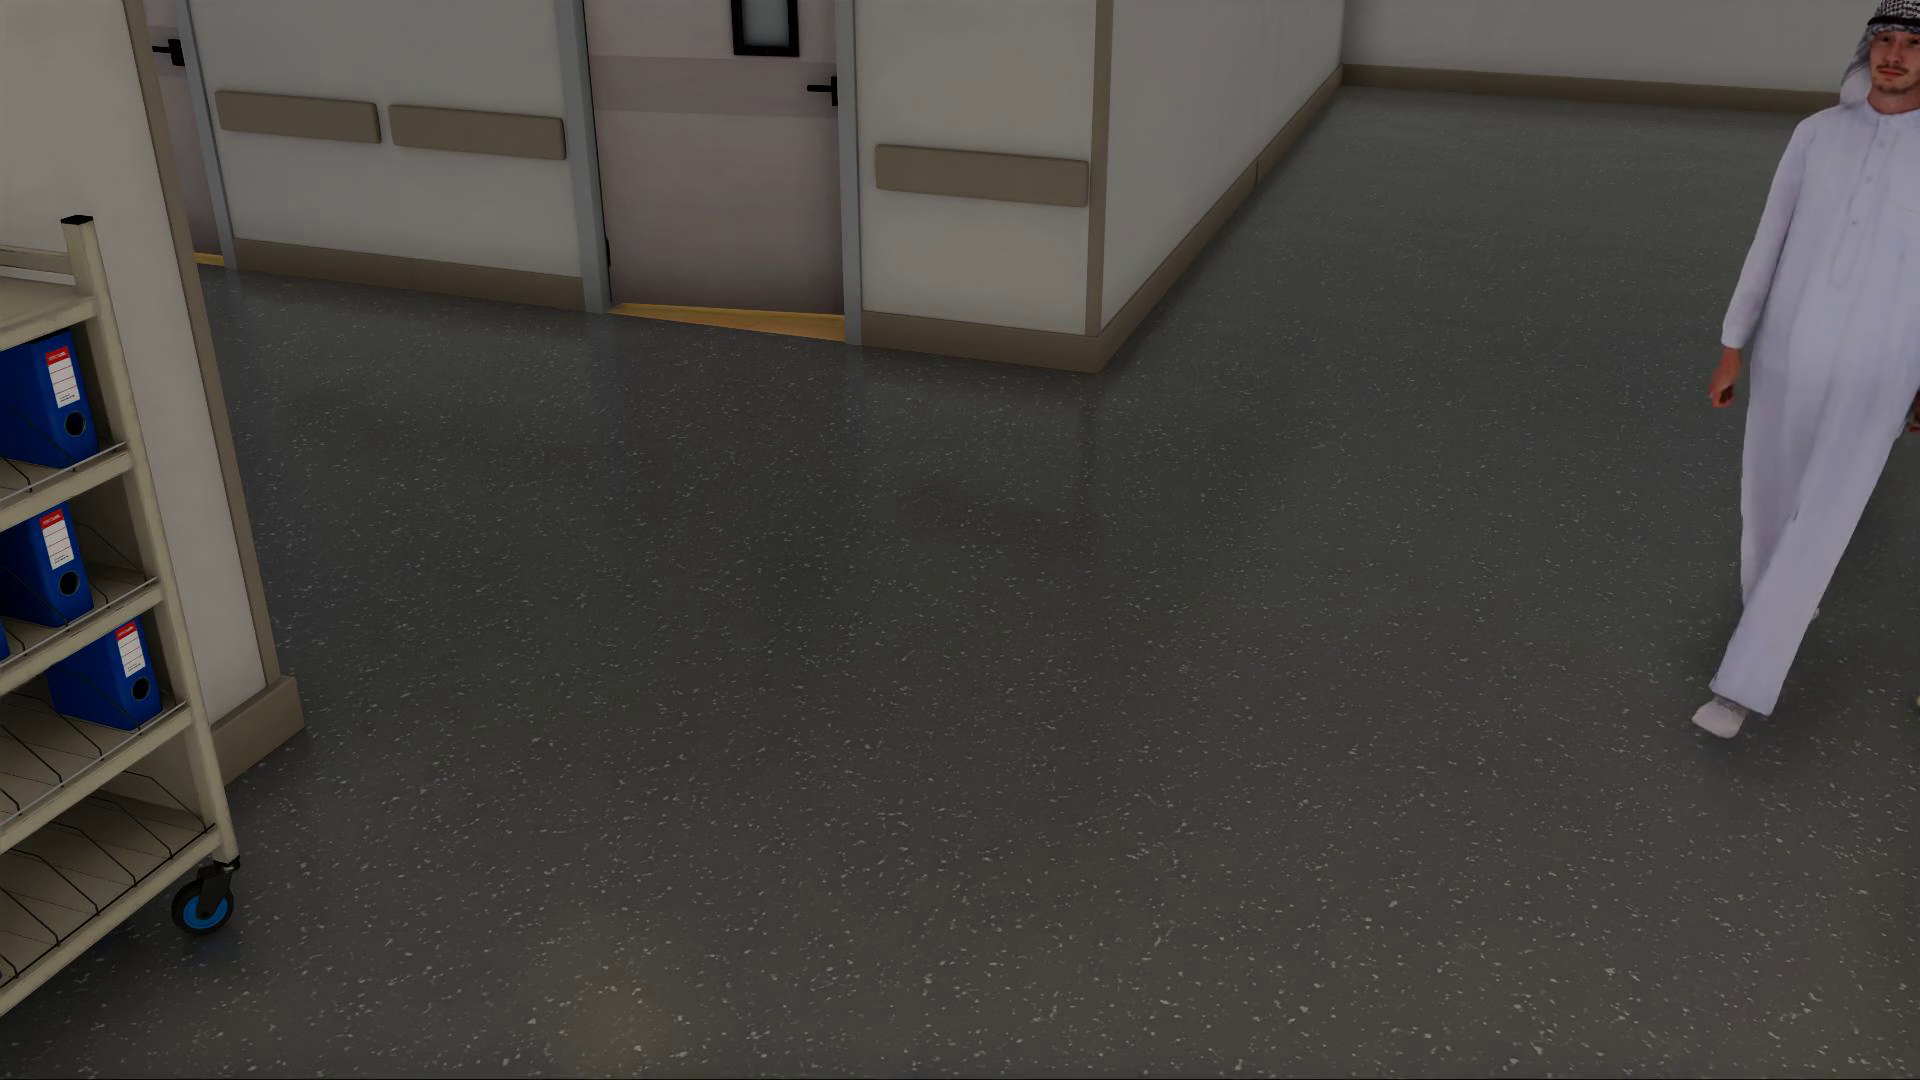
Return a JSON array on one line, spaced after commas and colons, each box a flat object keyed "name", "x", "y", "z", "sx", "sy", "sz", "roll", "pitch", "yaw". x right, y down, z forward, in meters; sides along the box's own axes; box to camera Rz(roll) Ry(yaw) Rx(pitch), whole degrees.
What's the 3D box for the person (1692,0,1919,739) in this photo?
[{"name": "person", "x": 2.353, "y": -0.461, "z": 4.421, "sx": 1.359, "sy": 1.877, "sz": 1.100, "roll": -21, "pitch": 33, "yaw": -37}]
